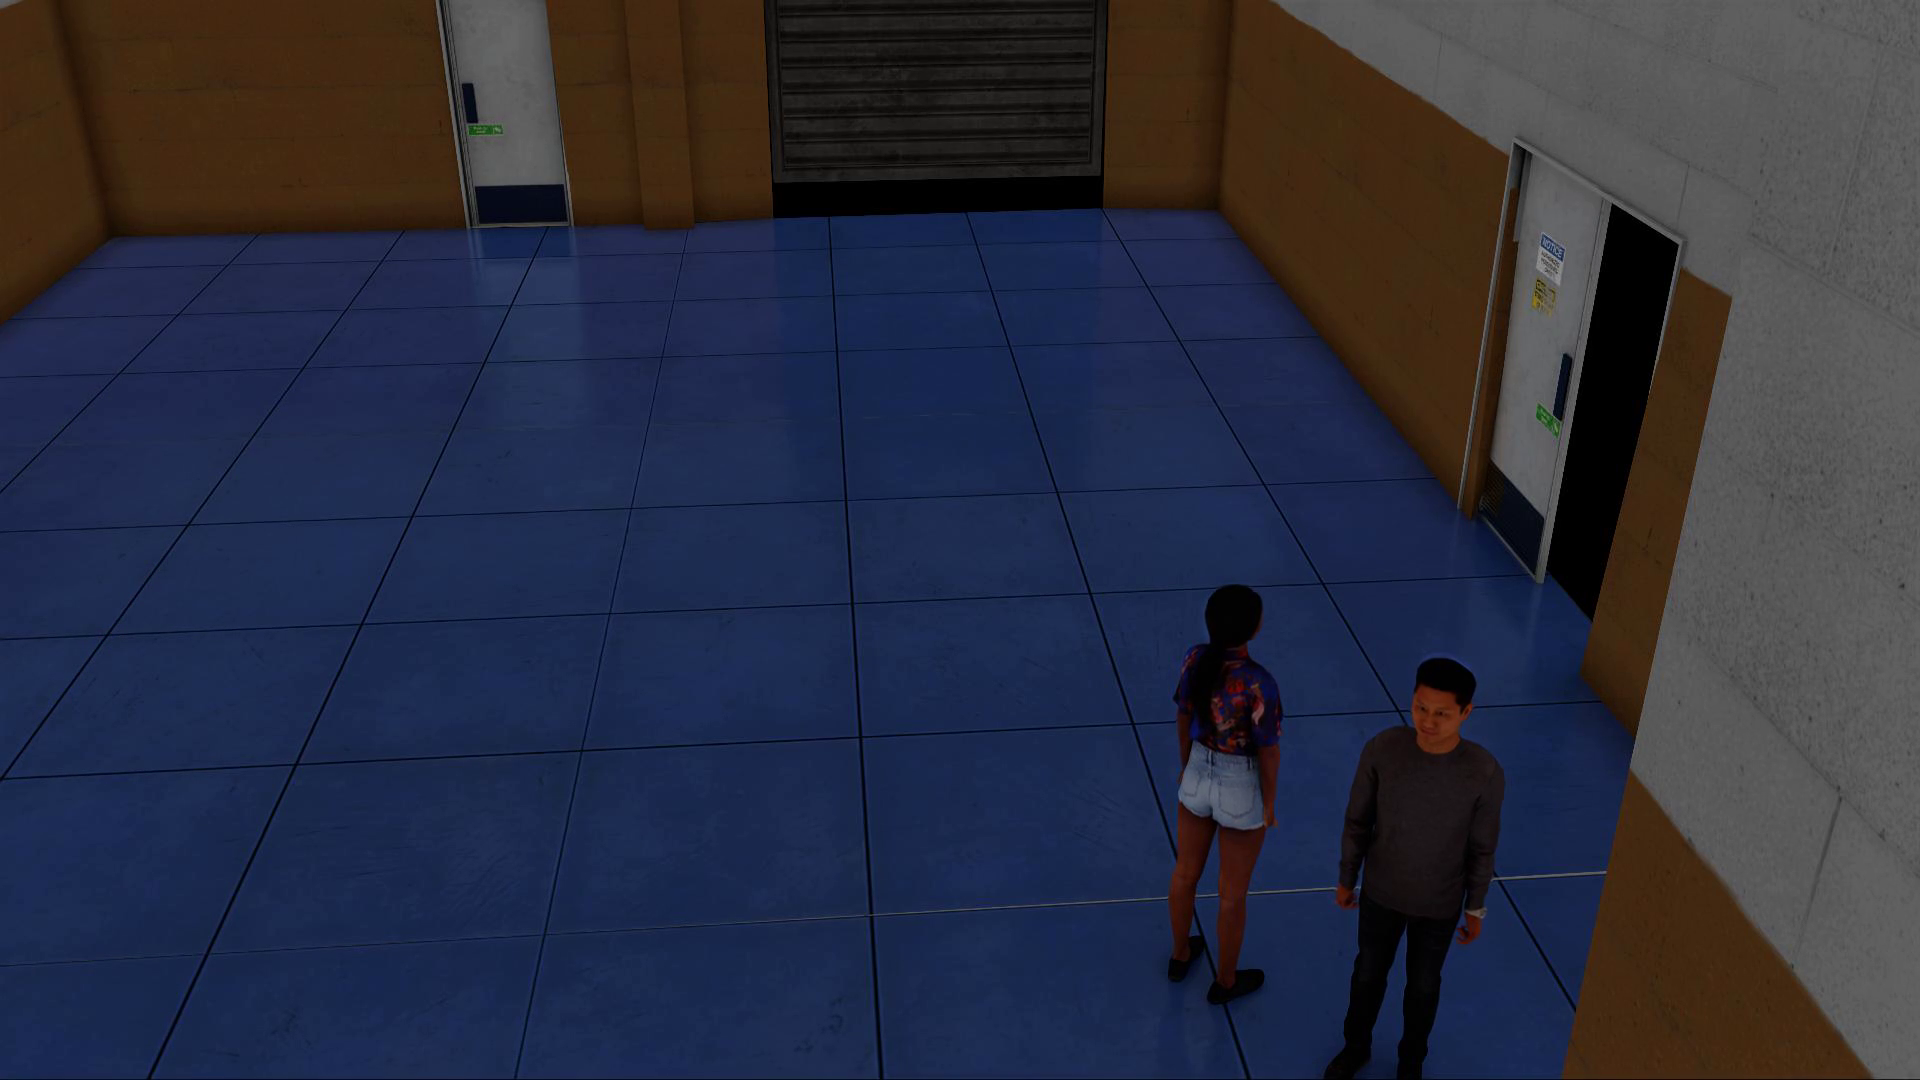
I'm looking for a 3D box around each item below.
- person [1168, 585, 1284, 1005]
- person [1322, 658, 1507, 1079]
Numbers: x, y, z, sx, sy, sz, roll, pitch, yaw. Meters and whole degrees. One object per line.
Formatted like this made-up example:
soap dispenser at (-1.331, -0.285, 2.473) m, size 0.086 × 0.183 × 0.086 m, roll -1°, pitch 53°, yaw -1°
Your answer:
person at (0.967, 0.934, 6.156) m, size 0.666 × 1.743 × 0.715 m, roll 23°, pitch 35°, yaw 37°
person at (1.548, 1.177, 5.649) m, size 0.647 × 1.766 × 0.780 m, roll -9°, pitch 28°, yaw -17°
